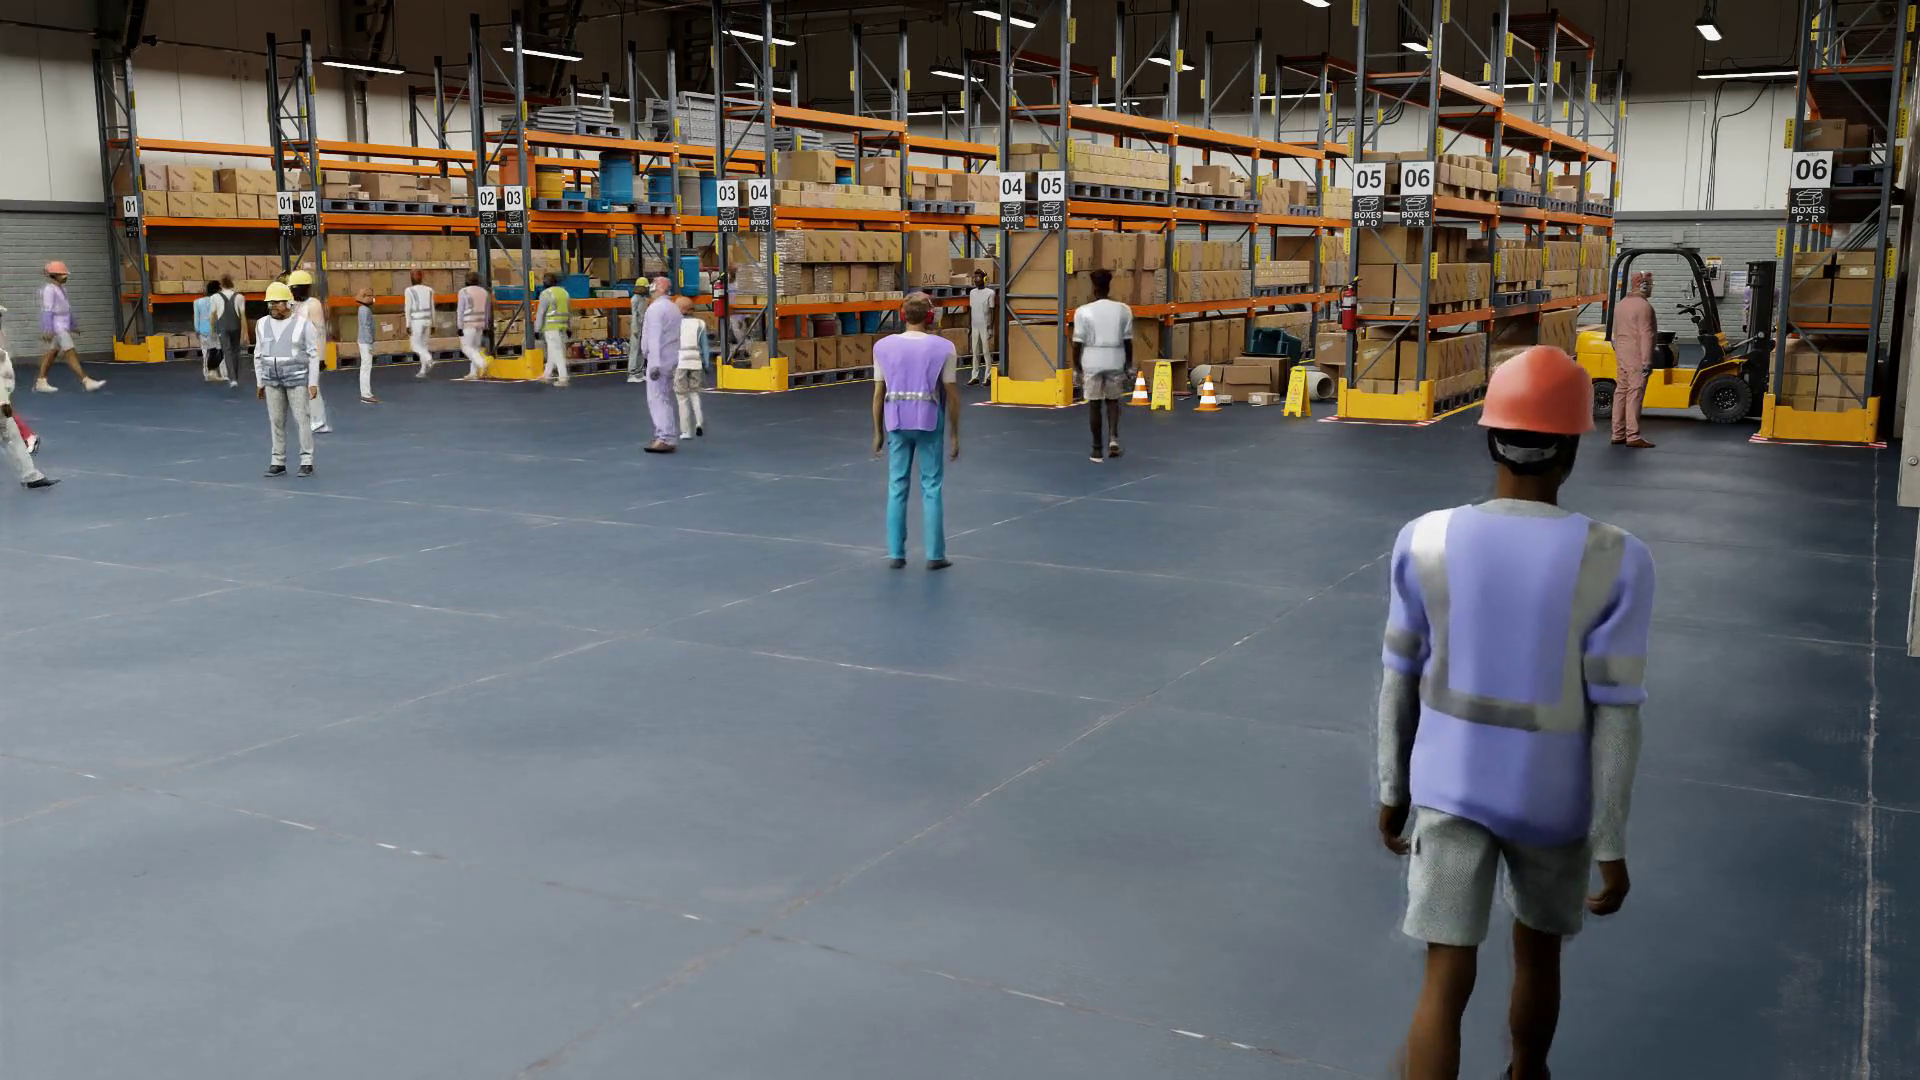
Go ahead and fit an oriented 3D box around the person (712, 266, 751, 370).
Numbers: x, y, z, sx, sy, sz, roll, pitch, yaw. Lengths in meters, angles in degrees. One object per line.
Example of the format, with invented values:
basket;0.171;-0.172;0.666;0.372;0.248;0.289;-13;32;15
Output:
person;-4.126;-4.079;30.546;0.968;1.903;0.639;-10;14;-44

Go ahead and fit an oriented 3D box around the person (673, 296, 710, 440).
person;-3.112;-1.945;18.840;0.542;1.625;0.372;-6;11;-30

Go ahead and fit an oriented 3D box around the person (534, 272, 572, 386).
person;-6.608;-3.366;26.614;0.874;1.806;0.660;4;11;24

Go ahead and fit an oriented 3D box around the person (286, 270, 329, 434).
person;-7.611;-2.166;19.307;0.514;1.905;0.607;-7;12;-36

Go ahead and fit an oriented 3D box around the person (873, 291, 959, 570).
person;-0.292;-0.710;10.973;0.570;1.842;0.375;2;10;11

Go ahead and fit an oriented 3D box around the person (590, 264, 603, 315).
person;-9.367;-6.186;42.916;0.337;1.882;0.584;-5;11;-27

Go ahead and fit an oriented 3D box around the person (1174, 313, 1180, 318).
person;5.396;-6.096;42.177;0.968;1.955;0.631;7;12;37

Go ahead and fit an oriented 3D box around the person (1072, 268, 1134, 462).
person;1.432;-1.757;16.771;0.644;1.951;0.421;-2;10;-9

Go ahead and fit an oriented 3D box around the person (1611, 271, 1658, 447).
person;7.384;-1.967;18.146;0.404;1.911;0.636;-1;10;-6

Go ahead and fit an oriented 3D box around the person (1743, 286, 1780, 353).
person;13.883;-3.797;28.836;0.588;1.918;0.397;1;10;5

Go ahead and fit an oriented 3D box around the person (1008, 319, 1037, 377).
person;0.958;-3.550;27.055;0.606;2.036;0.407;0;10;1

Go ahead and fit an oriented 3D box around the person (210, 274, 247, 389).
person;-11.520;-3.292;26.228;0.521;1.802;0.957;-6;11;-32

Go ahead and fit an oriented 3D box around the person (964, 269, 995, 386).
person;0.321;-3.393;26.606;0.513;1.872;0.328;7;12;35

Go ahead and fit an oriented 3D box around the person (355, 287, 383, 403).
person;-8.416;-2.769;23.639;0.284;1.634;0.498;-4;11;-24

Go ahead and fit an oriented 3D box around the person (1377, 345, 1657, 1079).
person;1.159;0.533;3.564;0.556;1.895;0.972;5;11;27

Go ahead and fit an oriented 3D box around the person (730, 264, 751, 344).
person;-5.208;-5.573;39.253;0.570;1.905;0.875;4;10;21

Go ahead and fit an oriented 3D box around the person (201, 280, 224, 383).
person;-12.212;-3.406;27.233;0.361;1.677;0.556;-7;12;-37

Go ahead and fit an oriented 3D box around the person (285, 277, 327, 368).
person;-11.604;-3.762;29.157;0.551;1.721;0.869;6;12;33

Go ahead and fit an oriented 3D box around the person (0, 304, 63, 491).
person;-8.405;-1.262;14.379;0.941;1.787;0.617;-6;12;-33

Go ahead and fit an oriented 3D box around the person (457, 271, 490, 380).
person;-8.082;-3.559;27.743;0.649;1.825;0.628;6;11;30

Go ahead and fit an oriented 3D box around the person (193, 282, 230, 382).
person;-12.401;-3.441;27.564;0.521;1.638;0.311;-3;10;-16

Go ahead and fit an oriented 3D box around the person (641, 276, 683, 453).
person;-3.208;-1.867;17.719;0.416;1.860;0.817;2;10;10

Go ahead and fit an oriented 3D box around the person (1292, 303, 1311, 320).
person;7.821;-5.402;38.363;0.553;1.877;0.606;4;10;21

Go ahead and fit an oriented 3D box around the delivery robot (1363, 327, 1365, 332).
delivery robot;9.025;-4.664;37.618;0.707;0.478;0.477;-3;10;-18

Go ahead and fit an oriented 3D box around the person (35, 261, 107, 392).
person;-13.628;-3.228;25.284;1.040;1.989;0.628;-3;10;-15

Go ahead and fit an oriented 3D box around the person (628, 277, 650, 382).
person;-5.271;-3.469;27.480;0.385;1.732;0.495;3;10;18

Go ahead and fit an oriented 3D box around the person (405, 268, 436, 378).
person;-9.123;-3.671;28.254;0.597;1.872;0.585;6;12;33

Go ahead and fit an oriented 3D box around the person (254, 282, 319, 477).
person;-6.337;-1.500;15.631;0.601;1.830;0.403;1;10;3

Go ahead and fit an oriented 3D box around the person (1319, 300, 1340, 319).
person;8.478;-5.409;38.581;0.534;1.816;0.929;6;11;32

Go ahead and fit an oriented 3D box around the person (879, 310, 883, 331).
person;-2.076;-5.811;40.559;0.631;1.940;0.372;7;12;35

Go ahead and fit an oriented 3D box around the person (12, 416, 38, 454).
person;-9.831;-1.666;16.937;0.567;1.720;0.806;7;12;35
